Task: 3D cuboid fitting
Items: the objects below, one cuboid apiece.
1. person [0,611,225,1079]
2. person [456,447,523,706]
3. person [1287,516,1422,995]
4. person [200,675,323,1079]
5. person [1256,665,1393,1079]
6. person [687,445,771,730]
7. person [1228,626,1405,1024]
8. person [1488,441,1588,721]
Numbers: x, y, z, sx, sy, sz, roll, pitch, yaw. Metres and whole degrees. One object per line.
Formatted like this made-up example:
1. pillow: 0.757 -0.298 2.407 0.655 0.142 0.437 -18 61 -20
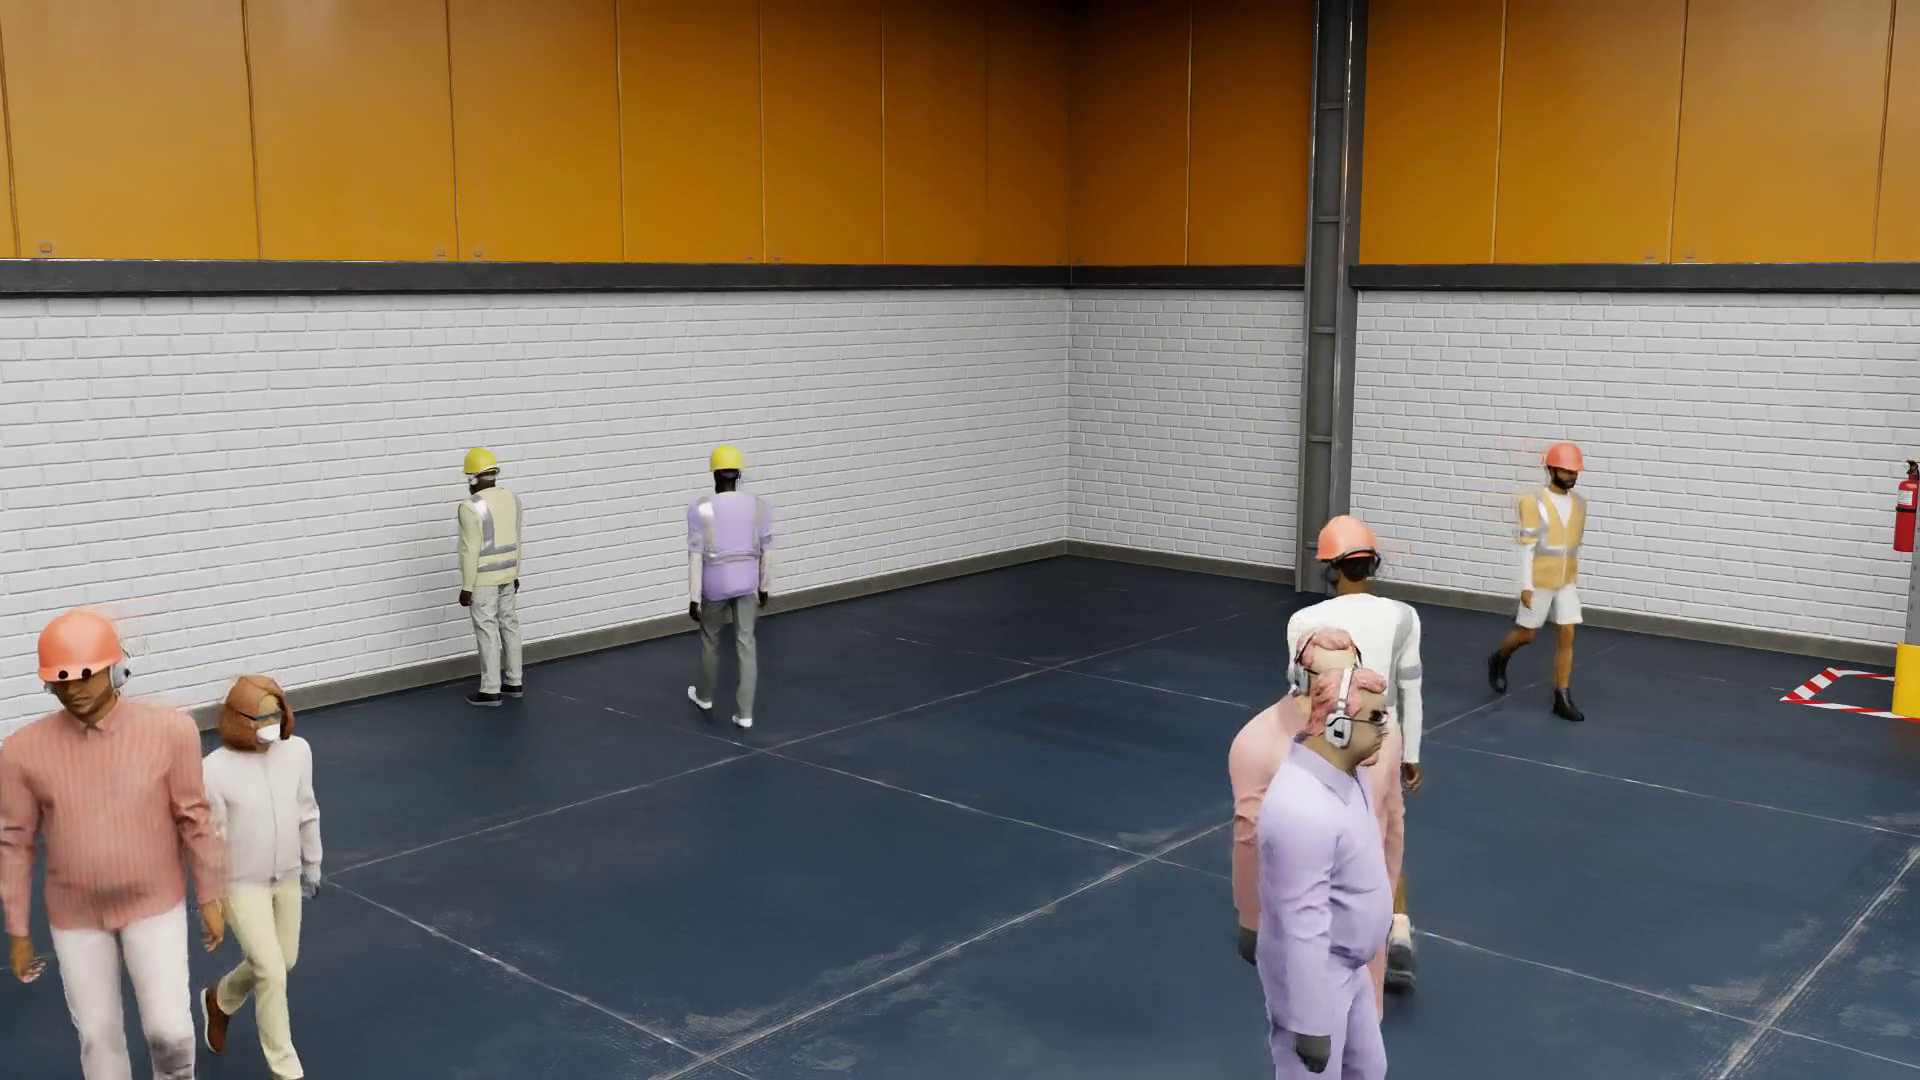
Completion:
1. person: -2.747 1.196 5.387 0.656 1.982 0.425 -3 9 -16
2. person: -3.338 0.256 11.770 0.403 1.827 0.599 4 10 23
3. person: 1.712 0.907 7.139 0.614 2.012 0.910 -1 9 -8
4. person: -2.639 1.264 6.179 0.712 1.602 0.504 5 10 29
5. person: 1.110 1.302 5.001 0.428 1.895 0.691 3 10 20
6. person: -1.597 0.295 11.318 0.619 1.883 0.920 -4 10 -25
7. person: 1.204 1.203 5.652 0.645 1.888 0.644 -3 9 -15
8. person: 4.063 0.249 11.572 0.549 1.915 0.846 -2 9 -15
